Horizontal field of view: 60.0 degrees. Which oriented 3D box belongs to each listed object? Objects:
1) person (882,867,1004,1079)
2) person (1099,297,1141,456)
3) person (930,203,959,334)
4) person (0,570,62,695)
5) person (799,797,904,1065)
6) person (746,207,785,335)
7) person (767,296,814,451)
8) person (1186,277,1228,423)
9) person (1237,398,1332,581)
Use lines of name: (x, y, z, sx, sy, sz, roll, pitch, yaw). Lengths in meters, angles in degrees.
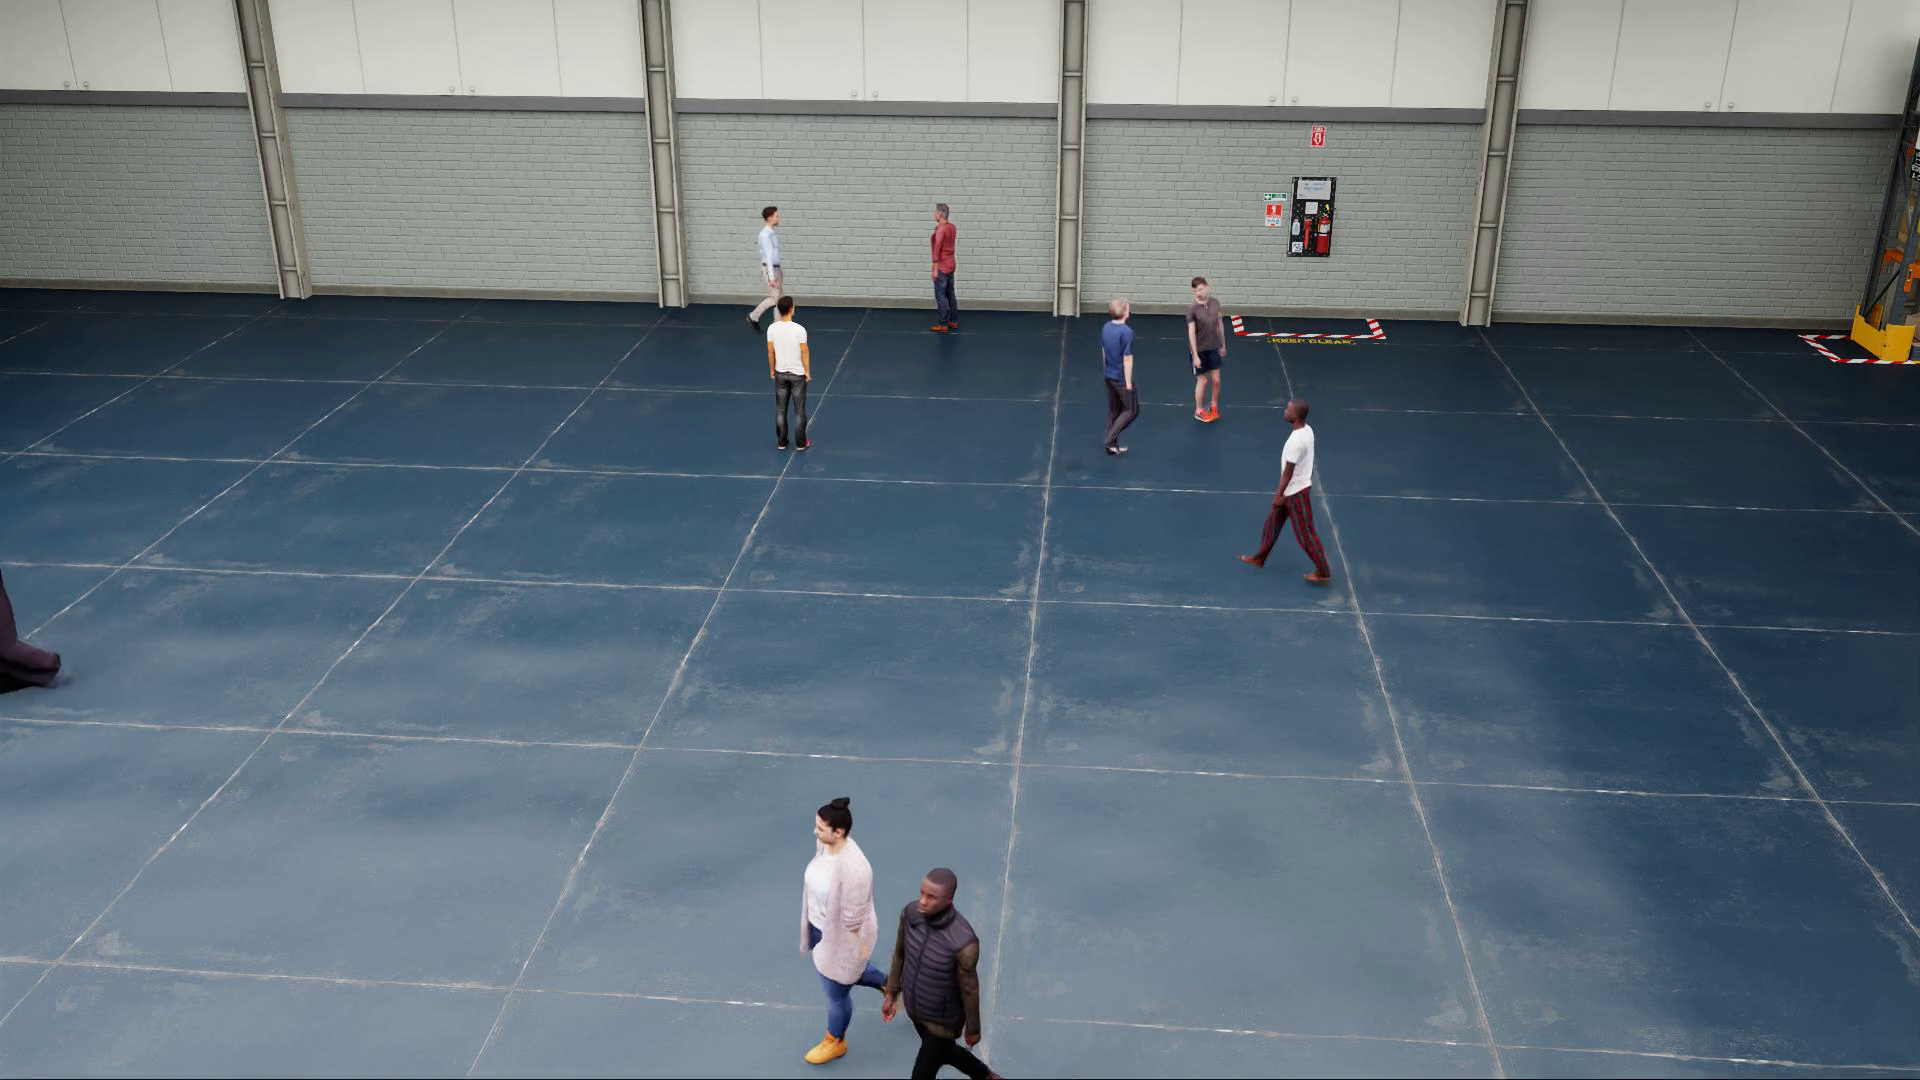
person: (-0.062, 2.487, 8.848, 1.261, 1.796, 1.189, -17, 29, -35)
person: (1.740, -1.817, 18.884, 0.883, 1.863, 0.832, -14, 27, -30)
person: (-0.221, -3.911, 23.850, 0.698, 1.830, 0.747, 11, 25, 25)
person: (-7.908, 0.542, 13.670, 1.047, 1.603, 1.005, -19, 30, -38)
person: (-0.604, 2.219, 9.570, 1.074, 1.726, 0.946, -10, 25, -22)
person: (-2.722, -3.783, 23.553, 0.964, 1.826, 0.702, 0, 23, 0)
person: (-1.972, -1.924, 19.219, 0.521, 1.798, 0.735, 5, 24, 12)
person: (2.964, -2.297, 20.070, 0.754, 1.818, 0.906, -15, 27, -31)
person: (3.258, -0.427, 15.718, 1.231, 1.783, 0.898, 8, 24, 19)
